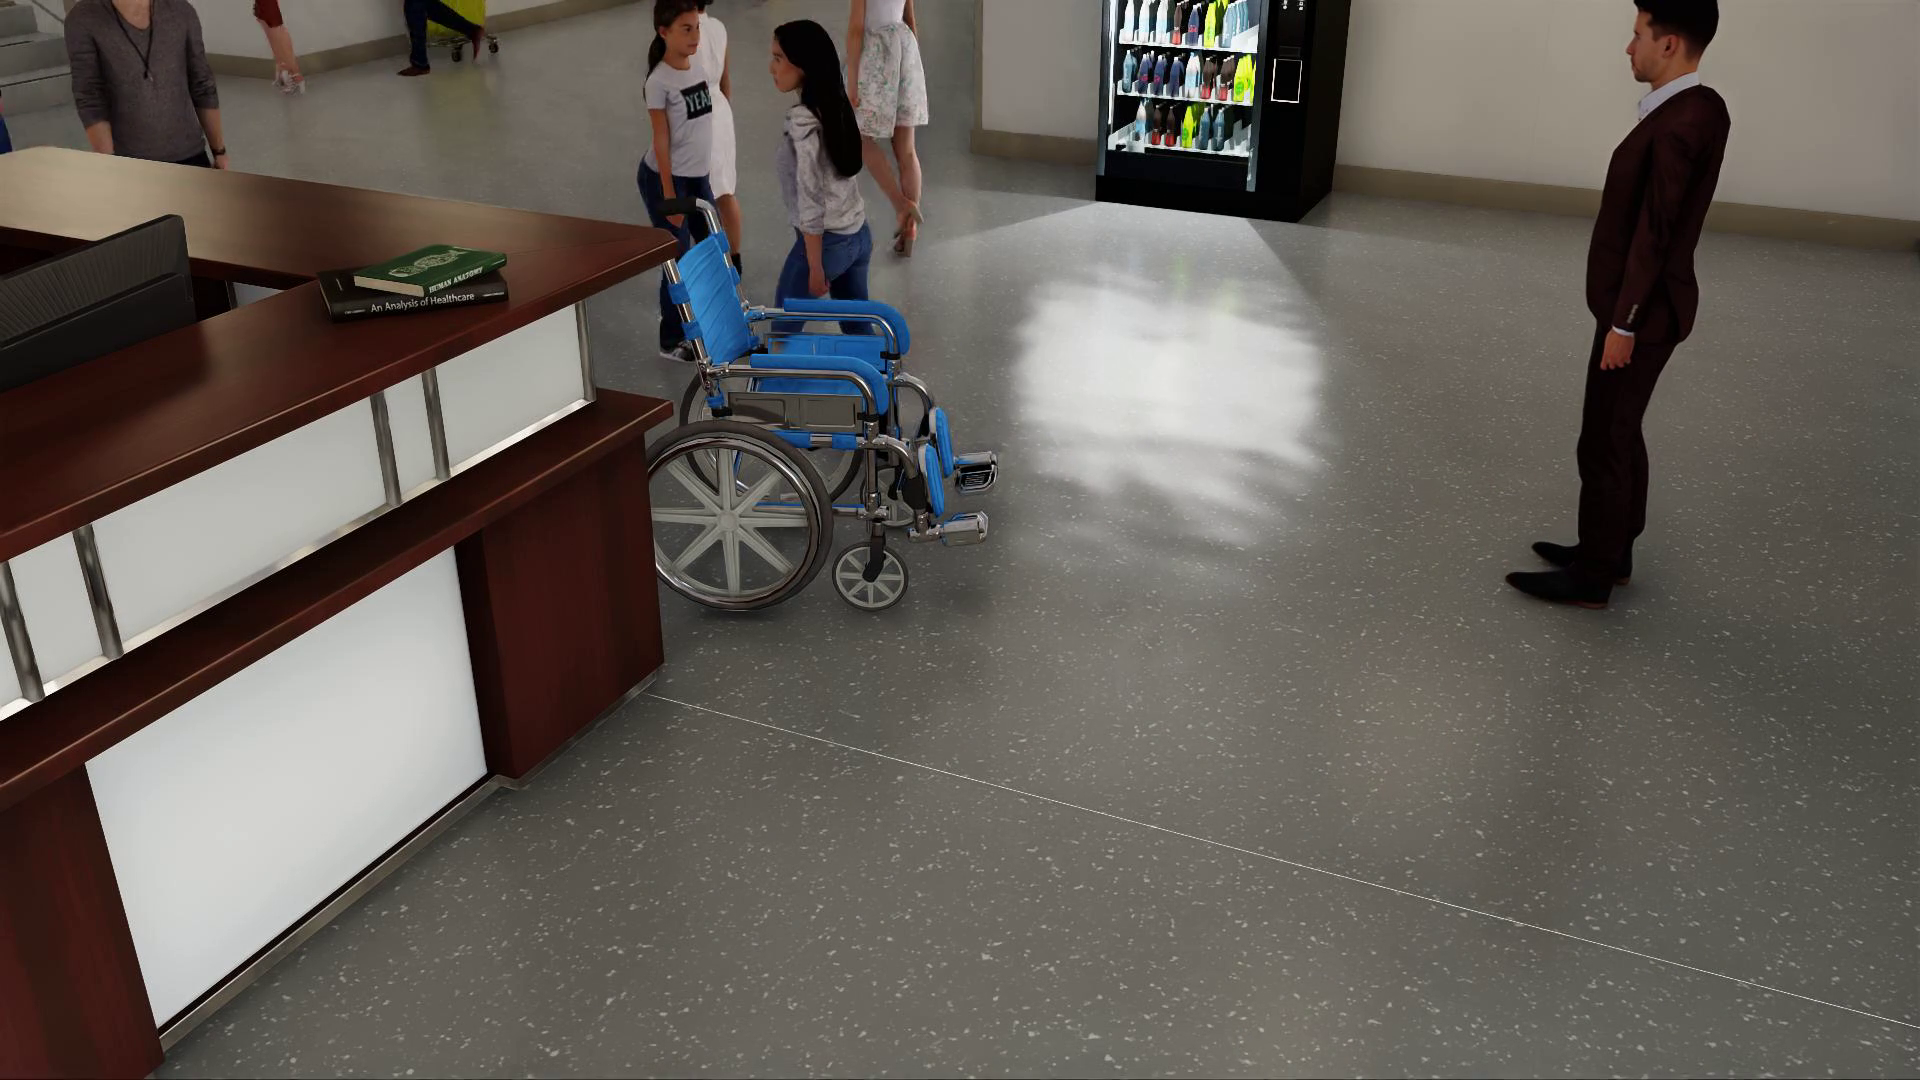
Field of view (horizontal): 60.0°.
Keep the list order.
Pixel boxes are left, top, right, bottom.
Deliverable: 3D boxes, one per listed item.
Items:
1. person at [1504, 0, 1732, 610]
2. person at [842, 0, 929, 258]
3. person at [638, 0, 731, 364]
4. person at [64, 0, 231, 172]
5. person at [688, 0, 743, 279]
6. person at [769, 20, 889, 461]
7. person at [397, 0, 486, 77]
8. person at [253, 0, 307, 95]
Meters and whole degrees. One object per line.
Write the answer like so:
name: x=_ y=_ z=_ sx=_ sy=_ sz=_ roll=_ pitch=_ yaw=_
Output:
person: x=2.045 y=-0.695 z=4.982 sx=0.610 sy=1.858 sz=0.678 roll=12 pitch=28 yaw=24
person: x=-0.349 y=-2.279 z=8.385 sx=0.818 sy=1.757 sz=0.858 roll=-18 pitch=31 yaw=-32
person: x=-1.243 y=-1.520 z=7.056 sx=0.590 sy=1.543 sz=0.570 roll=13 pitch=29 yaw=25
person: x=-3.255 y=-1.527 z=6.714 sx=1.098 sy=1.853 sz=1.280 roll=-15 pitch=29 yaw=-28
person: x=-1.234 y=-1.965 z=7.968 sx=0.546 sy=1.553 sz=0.580 roll=15 pitch=30 yaw=29
person: x=-0.386 y=-1.019 z=5.949 sx=0.730 sy=1.603 sz=0.659 roll=11 pitch=28 yaw=22
person: x=-4.222 y=-4.633 z=13.225 sx=1.033 sy=1.793 sz=1.100 roll=-18 pitch=31 yaw=-33
person: x=-5.092 y=-4.186 z=12.365 sx=0.662 sy=1.735 sz=0.663 roll=6 pitch=26 yaw=13
